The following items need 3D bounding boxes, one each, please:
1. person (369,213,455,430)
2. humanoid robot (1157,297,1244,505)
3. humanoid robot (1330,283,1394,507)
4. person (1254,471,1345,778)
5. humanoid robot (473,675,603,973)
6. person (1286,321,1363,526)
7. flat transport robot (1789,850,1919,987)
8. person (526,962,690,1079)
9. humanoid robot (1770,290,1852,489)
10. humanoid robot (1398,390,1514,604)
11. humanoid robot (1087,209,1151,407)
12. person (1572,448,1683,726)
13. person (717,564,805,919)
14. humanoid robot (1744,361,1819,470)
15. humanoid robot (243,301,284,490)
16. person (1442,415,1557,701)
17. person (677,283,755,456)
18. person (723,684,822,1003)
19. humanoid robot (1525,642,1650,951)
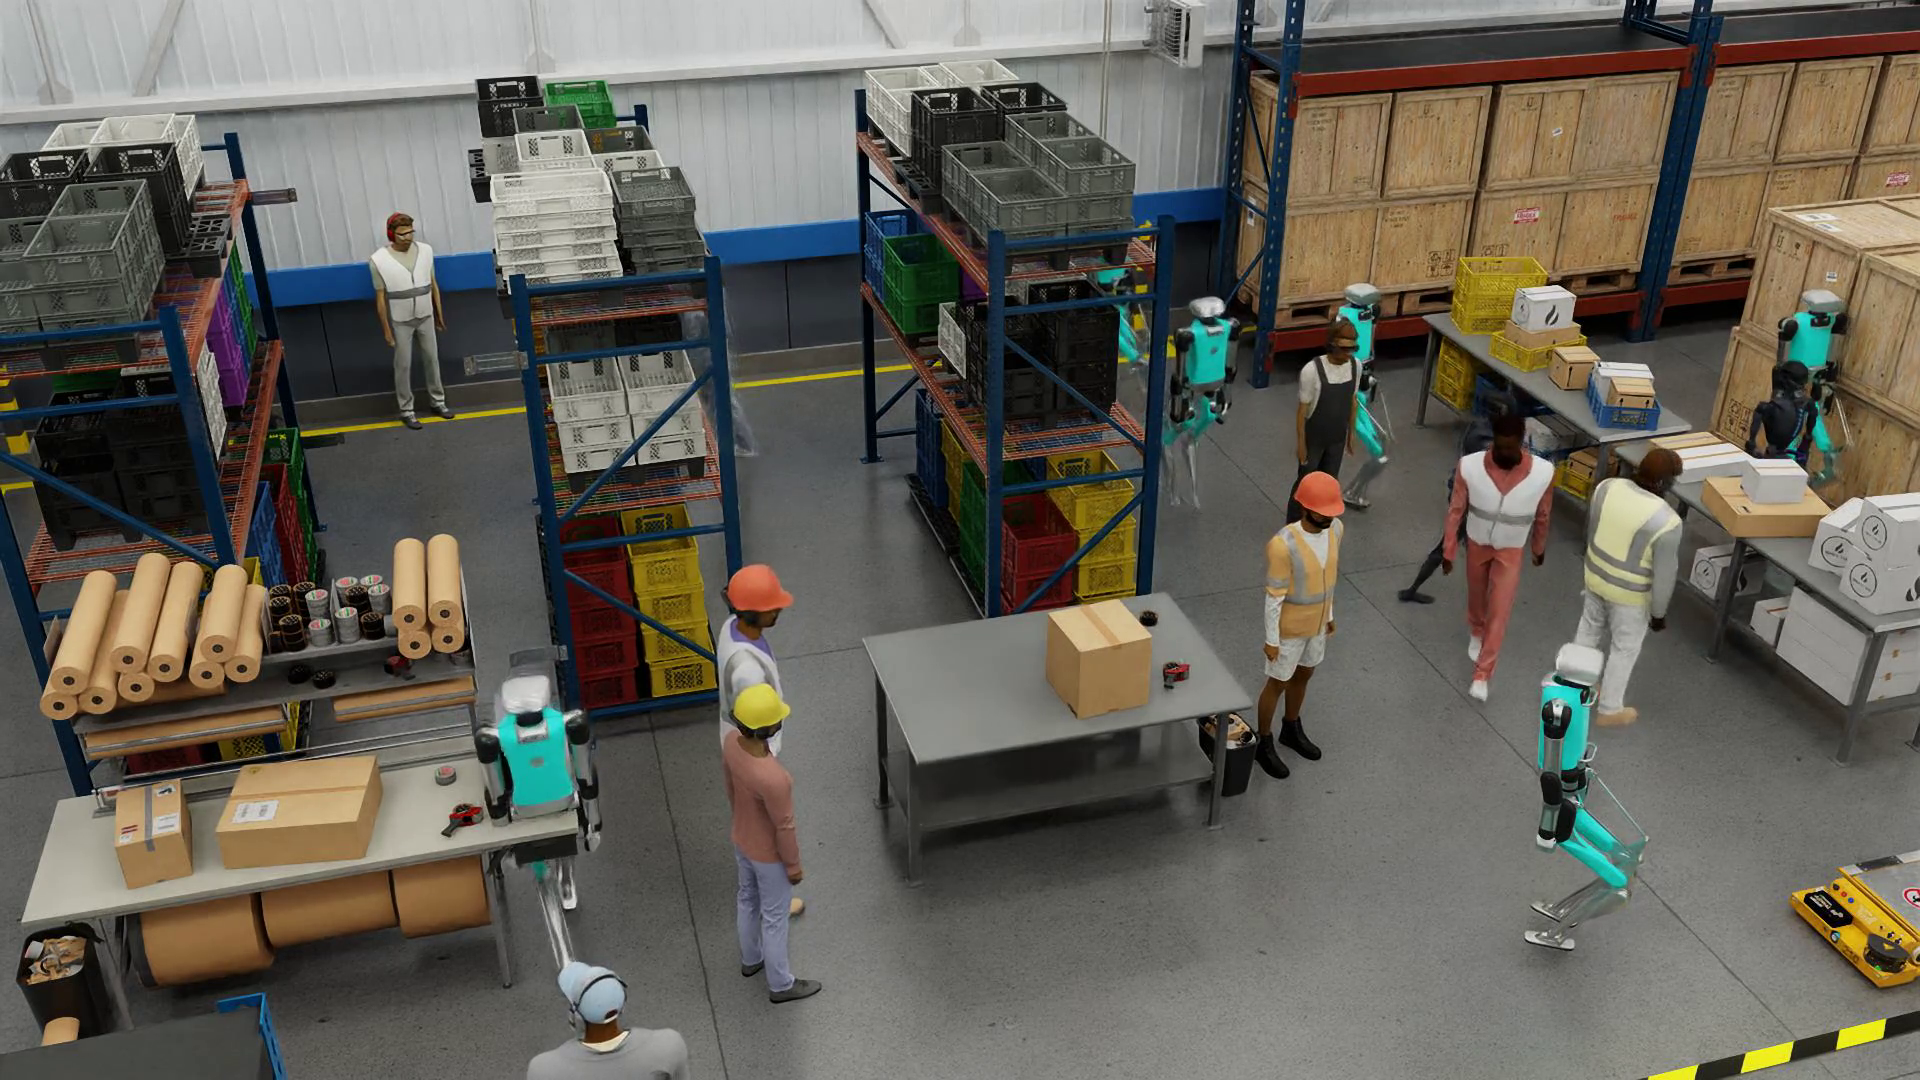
[{"bbox_3d":[-4.585,-1.847,13.898,0.561,1.836,0.387,-26,38,-38],"label":"person"},{"bbox_3d":[1.718,-1.030,12.560,0.553,1.825,0.768,-12,31,-20],"label":"humanoid robot"},{"bbox_3d":[3.084,-0.994,12.451,0.703,1.800,0.532,26,38,38],"label":"humanoid robot"},{"bbox_3d":[1.977,0.475,9.565,0.551,1.935,0.366,-20,35,-32],"label":"person"},{"bbox_3d":[-2.081,1.318,8.297,0.540,1.770,1.044,-9,30,-16],"label":"humanoid robot"},{"bbox_3d":[2.600,-0.711,11.840,0.501,1.831,0.365,-12,31,-21],"label":"person"},{"bbox_3d":[5.163,1.916,8.676,1.431,0.231,0.659,-8,30,-14],"label":"flat transport robot"},{"bbox_3d":[-1.284,2.320,6.295,0.596,1.852,0.369,-9,30,-16],"label":"person"},{"bbox_3d":[6.324,-0.866,12.332,0.542,1.900,0.723,-7,30,-13],"label":"humanoid robot"},{"bbox_3d":[3.454,-0.268,11.227,0.782,1.617,0.601,7,29,12],"label":"humanoid robot"},{"bbox_3d":[1.492,-1.848,14.026,0.912,1.795,0.549,25,37,37],"label":"humanoid robot"},{"bbox_3d":[4.006,0.293,10.014,0.432,1.825,0.650,-13,32,-23],"label":"person"},{"bbox_3d":[-1.014,1.024,8.468,0.406,2.037,0.614,-6,29,-11],"label":"person"},{"bbox_3d":[5.599,-0.470,11.567,0.614,1.641,0.536,-8,30,-15],"label":"humanoid robot"},{"bbox_3d":[-5.343,-1.058,12.609,0.315,1.657,0.599,-16,33,-27],"label":"humanoid robot"},{"bbox_3d":[3.322,0.073,10.374,0.611,1.852,1.016,11,31,19],"label":"person"},{"bbox_3d":[-2.052,-1.440,13.291,0.798,1.694,0.508,3,29,5],"label":"person"},{"bbox_3d":[-0.924,1.447,7.974,0.307,1.768,0.522,-20,35,-32],"label":"person"},{"bbox_3d":[3.114,1.310,8.118,0.735,1.673,0.533,15,32,26],"label":"humanoid robot"}]
